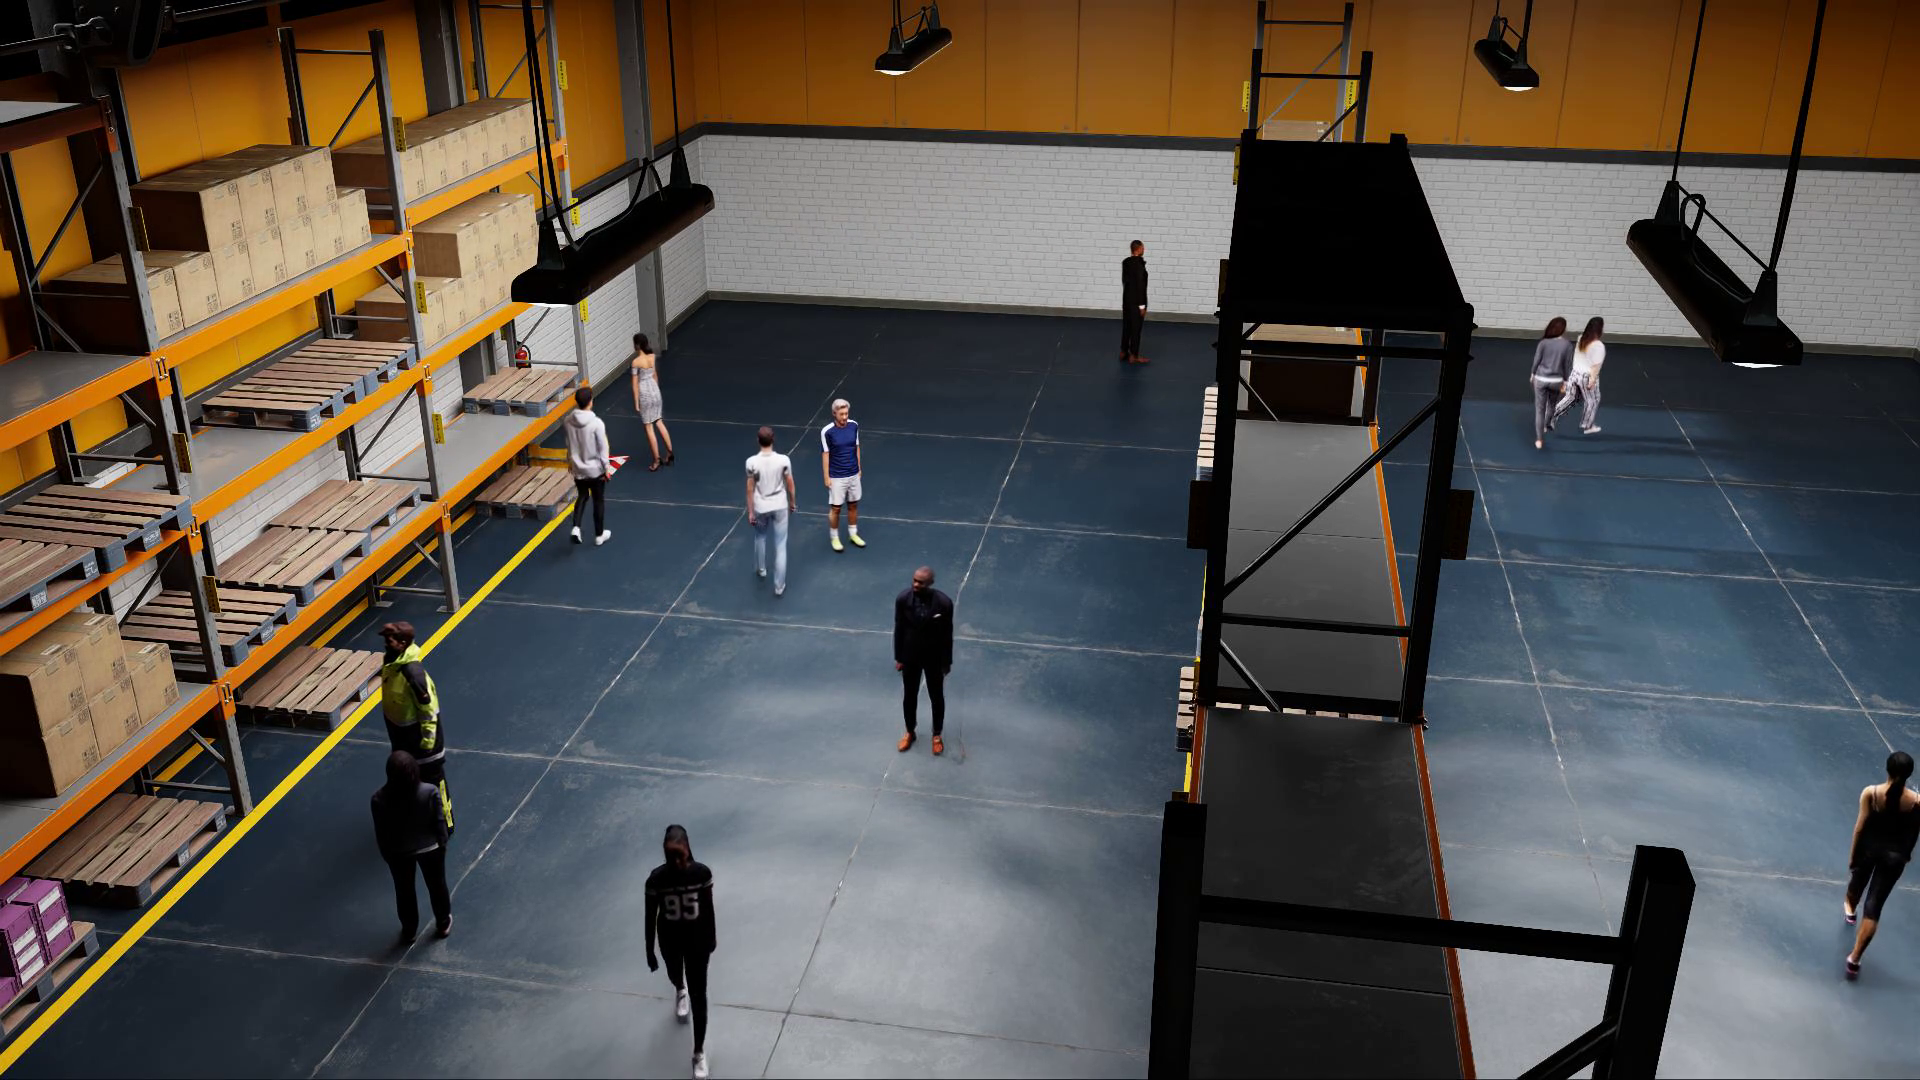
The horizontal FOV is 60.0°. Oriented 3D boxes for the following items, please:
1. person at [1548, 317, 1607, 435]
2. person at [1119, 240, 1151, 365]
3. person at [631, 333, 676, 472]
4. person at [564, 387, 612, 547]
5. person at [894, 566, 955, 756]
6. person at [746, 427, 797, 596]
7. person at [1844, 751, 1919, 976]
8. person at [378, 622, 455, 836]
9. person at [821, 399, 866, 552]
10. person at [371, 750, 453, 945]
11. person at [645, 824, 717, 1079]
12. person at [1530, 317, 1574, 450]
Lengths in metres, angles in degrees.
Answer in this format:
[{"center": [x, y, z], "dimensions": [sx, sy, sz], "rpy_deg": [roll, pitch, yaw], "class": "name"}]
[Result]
[{"center": [8.398, -2.200, 22.543], "dimensions": [1.073, 1.651, 1.128], "rpy_deg": [-9, 25, -19], "class": "person"}, {"center": [2.678, -3.679, 25.610], "dimensions": [0.862, 1.904, 0.765], "rpy_deg": [-11, 26, -23], "class": "person"}, {"center": [-3.960, -1.769, 21.368], "dimensions": [0.774, 1.803, 0.681], "rpy_deg": [15, 28, 31], "class": "person"}, {"center": [-4.293, -0.790, 18.989], "dimensions": [0.713, 1.914, 0.909], "rpy_deg": [6, 24, 13], "class": "person"}, {"center": [-0.318, 1.047, 14.905], "dimensions": [0.682, 1.818, 0.591], "rpy_deg": [5, 24, 10], "class": "person"}, {"center": [-2.032, -0.281, 17.940], "dimensions": [0.839, 1.821, 1.057], "rpy_deg": [-1, 24, -3], "class": "person"}, {"center": [6.662, 2.368, 12.049], "dimensions": [0.847, 1.687, 1.194], "rpy_deg": [13, 27, 27], "class": "person"}, {"center": [-4.439, 1.545, 13.562], "dimensions": [0.881, 1.982, 0.868], "rpy_deg": [-21, 31, -40], "class": "person"}, {"center": [-1.349, -0.773, 19.053], "dimensions": [0.725, 1.831, 0.787], "rpy_deg": [-16, 28, -32], "class": "person"}, {"center": [-4.067, 2.270, 12.387], "dimensions": [0.770, 1.595, 0.791], "rpy_deg": [-6, 24, -13], "class": "person"}, {"center": [-1.893, 2.687, 11.317], "dimensions": [0.930, 1.688, 1.259], "rpy_deg": [-5, 24, -10], "class": "person"}, {"center": [7.846, -2.065, 22.140], "dimensions": [0.614, 1.726, 1.042], "rpy_deg": [4, 24, 8], "class": "person"}]
